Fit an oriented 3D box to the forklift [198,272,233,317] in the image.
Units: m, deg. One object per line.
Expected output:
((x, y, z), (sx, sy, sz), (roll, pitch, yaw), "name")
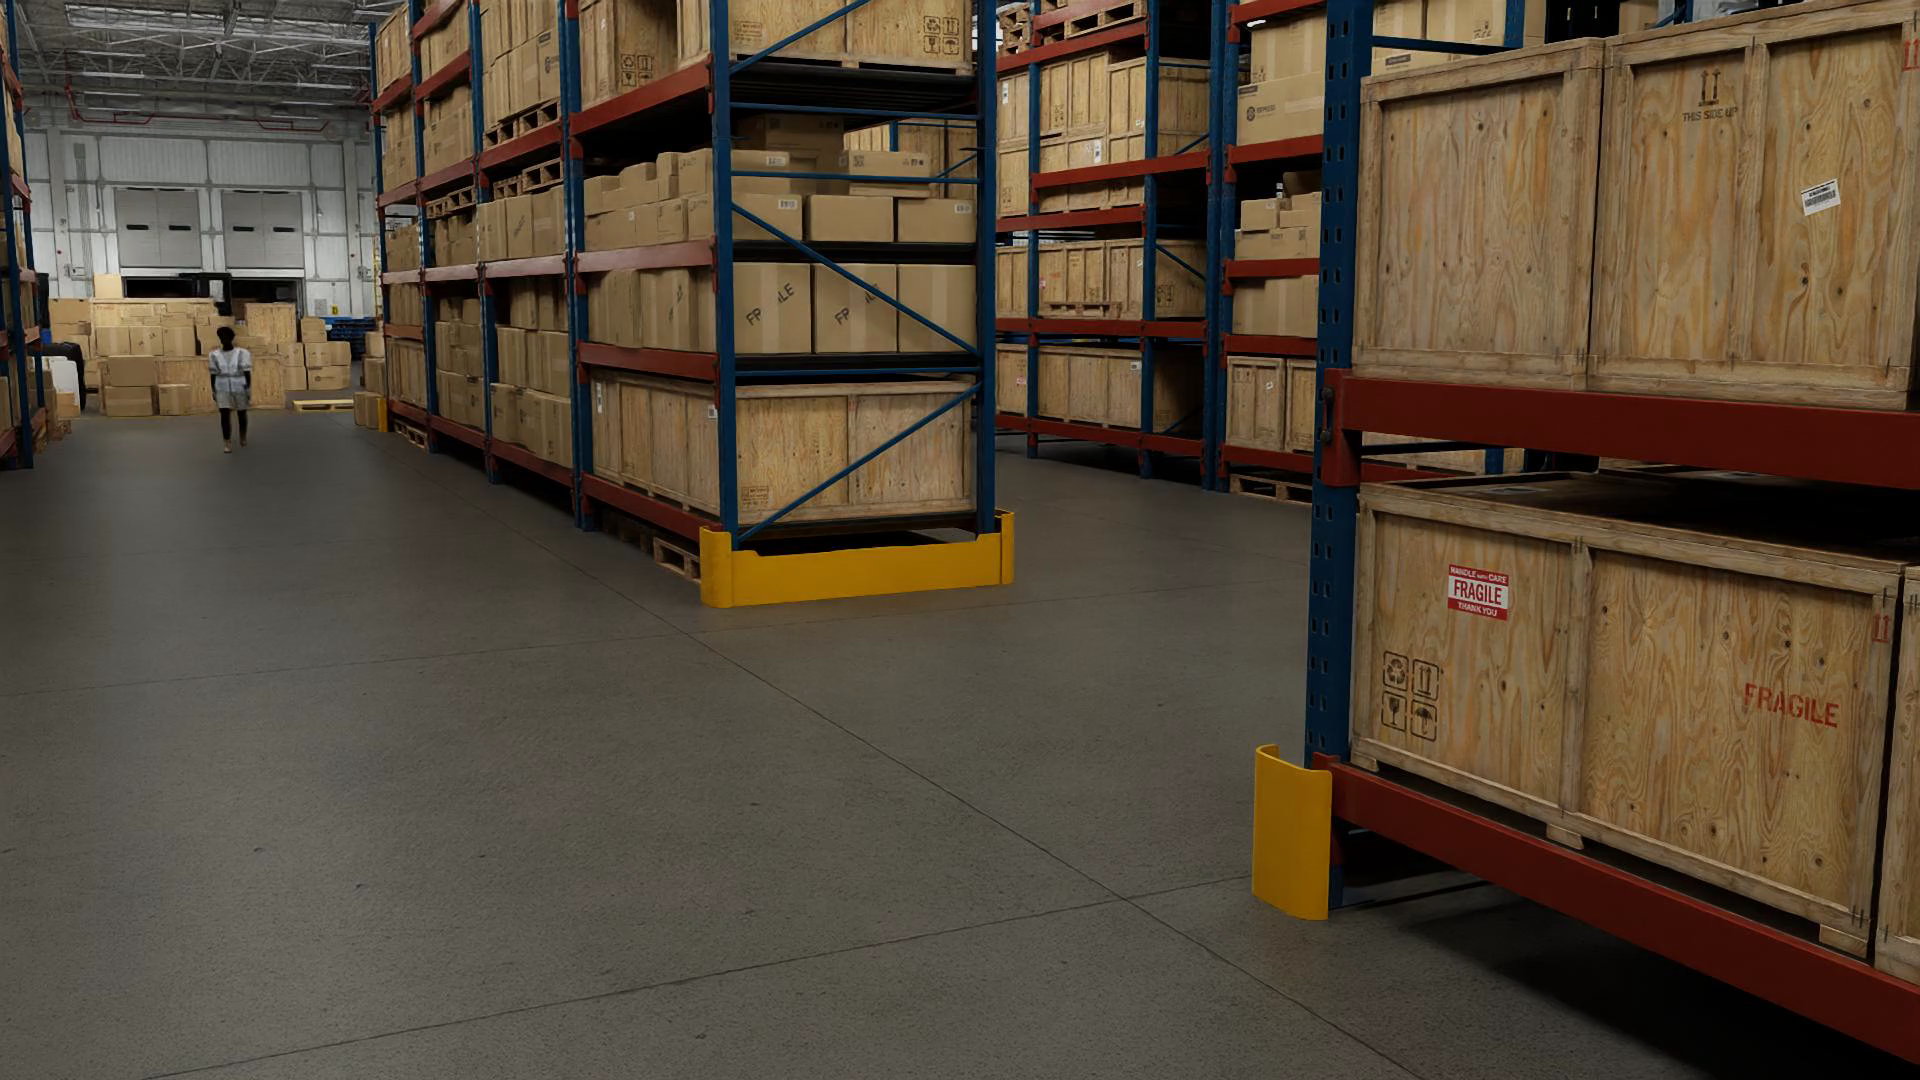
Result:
((-22.637, -6.767, 50.750), (1.873, 2.768, 1.129), (5, 9, 29), "forklift")

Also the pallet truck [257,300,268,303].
((-23.913, -7.404, 58.171), (1.885, 1.965, 0.823), (-1, 8, -9), "pallet truck")

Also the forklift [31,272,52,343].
((-27.991, -6.737, 50.544), (1.873, 2.768, 1.129), (1, 8, 5), "forklift")

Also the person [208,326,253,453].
((-9.627, -1.997, 21.974), (0.538, 1.676, 0.630), (-3, 9, -19), "person")
